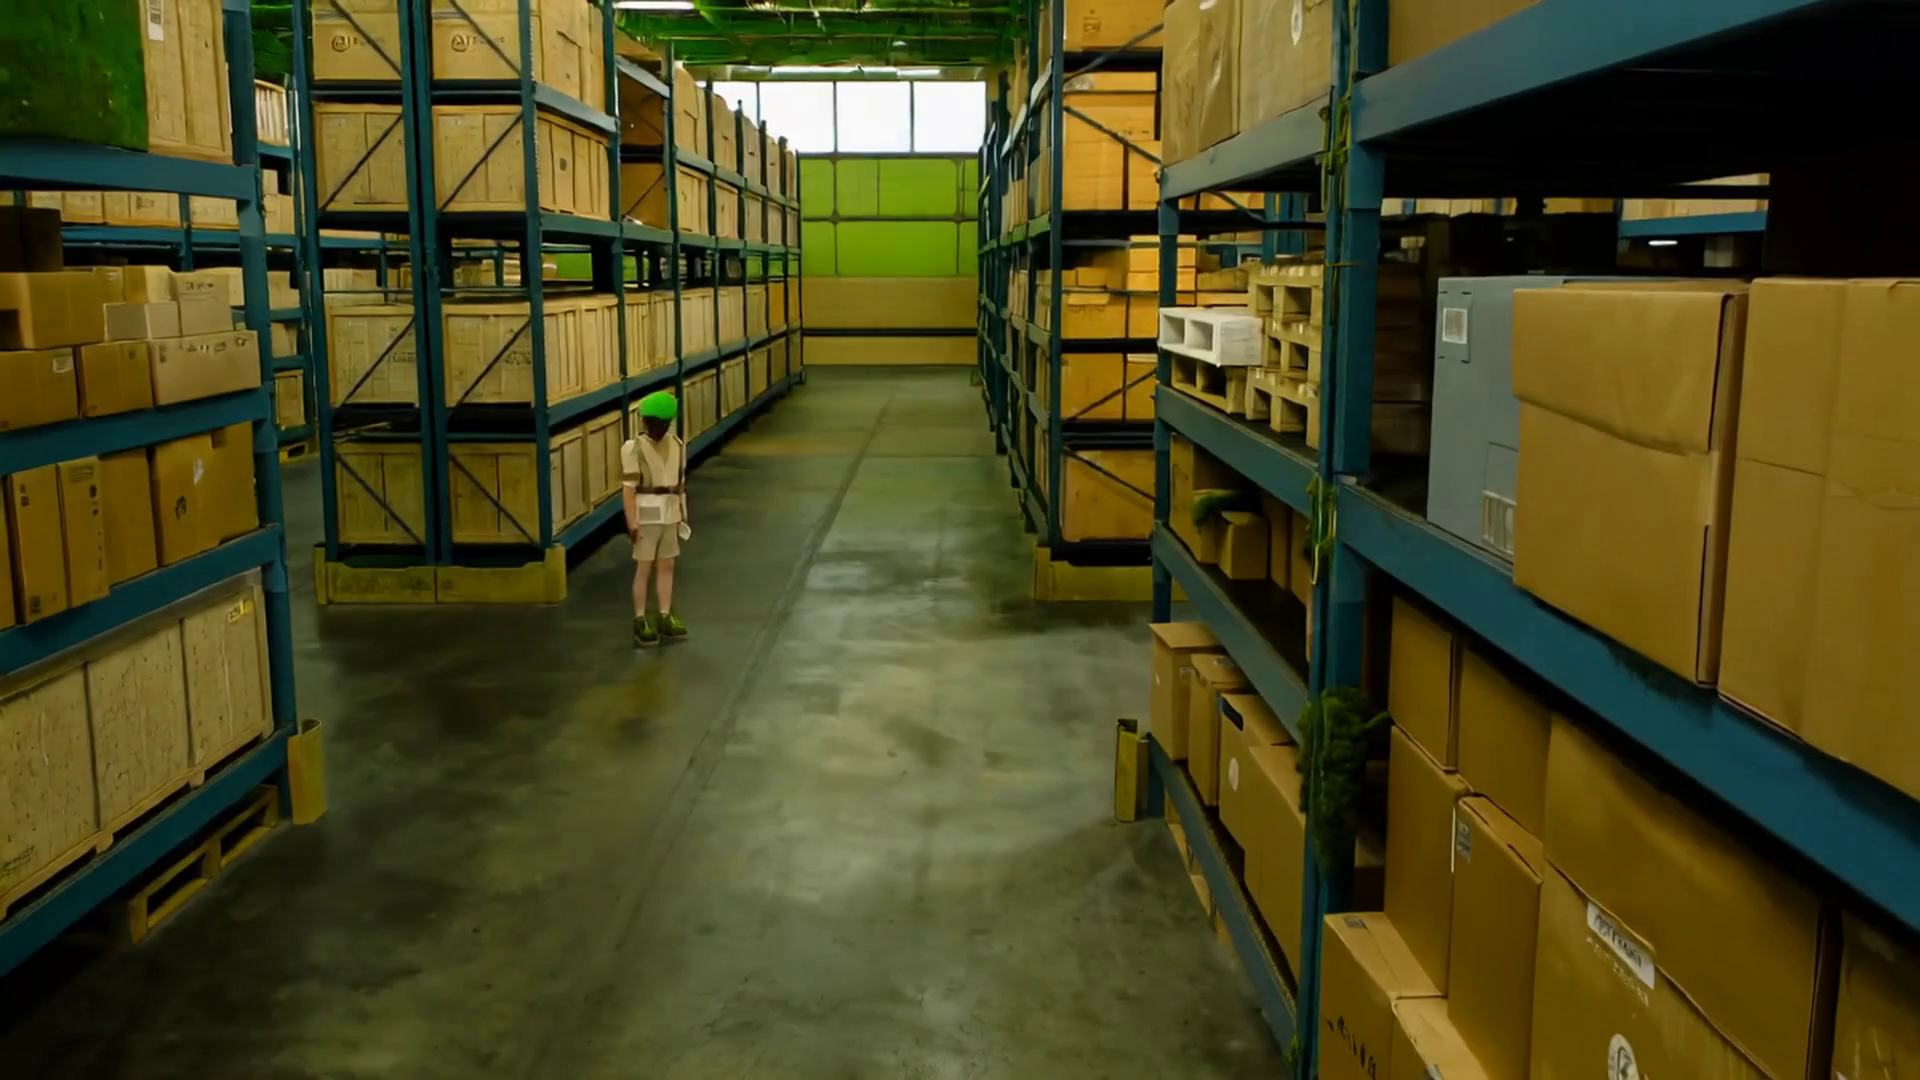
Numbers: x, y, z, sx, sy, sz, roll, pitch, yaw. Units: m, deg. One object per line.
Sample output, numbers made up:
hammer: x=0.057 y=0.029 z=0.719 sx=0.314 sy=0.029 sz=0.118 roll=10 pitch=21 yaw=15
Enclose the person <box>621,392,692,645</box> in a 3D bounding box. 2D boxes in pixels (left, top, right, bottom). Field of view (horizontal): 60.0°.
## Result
person: x=-2.446 y=-0.181 z=13.522 sx=0.377 sy=2.045 sz=0.605 roll=9 pitch=13 yaw=42
